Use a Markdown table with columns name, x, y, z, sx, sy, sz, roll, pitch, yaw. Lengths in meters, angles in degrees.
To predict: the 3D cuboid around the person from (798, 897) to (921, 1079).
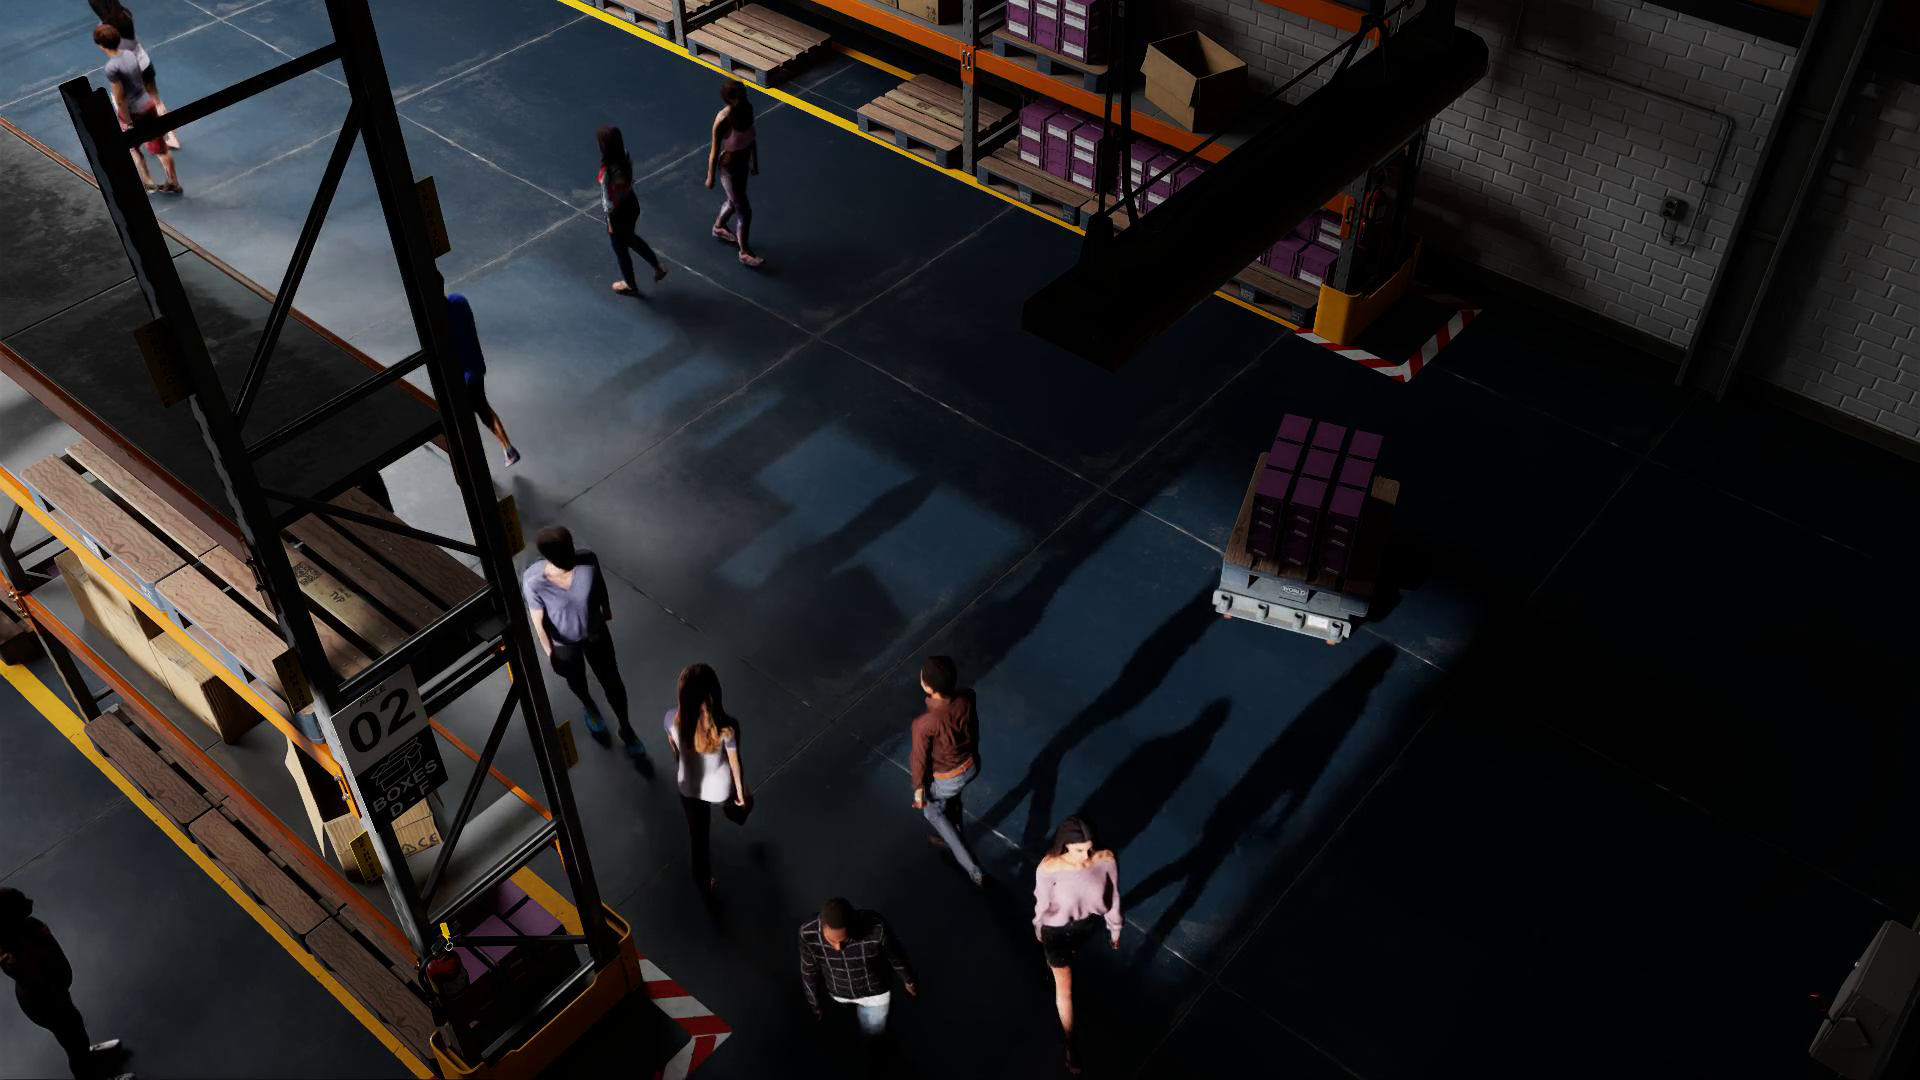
| name | x | y | z | sx | sy | sz | roll | pitch | yaw |
| --- | --- | --- | --- | --- | --- | --- | --- | --- | --- |
| person | -0.525 | 2.222 | 8.632 | 1.285 | 1.750 | 1.220 | 3 | 44 | 3 |

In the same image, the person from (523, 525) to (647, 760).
| name | x | y | z | sx | sy | sz | roll | pitch | yaw |
| --- | --- | --- | --- | --- | --- | --- | --- | --- | --- |
| person | -2.424 | 0.534 | 10.329 | 0.853 | 1.855 | 0.990 | -21 | 47 | -20 |

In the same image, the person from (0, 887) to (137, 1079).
| name | x | y | z | sx | sy | sz | roll | pitch | yaw |
| --- | --- | --- | --- | --- | --- | --- | --- | --- | --- |
| person | -4.698 | 2.335 | 8.552 | 0.711 | 1.698 | 0.553 | -28 | 50 | -26 |

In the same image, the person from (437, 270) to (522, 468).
| name | x | y | z | sx | sy | sz | roll | pitch | yaw |
| --- | --- | --- | --- | --- | --- | --- | --- | --- | --- |
| person | -3.578 | -1.171 | 12.117 | 0.863 | 1.857 | 0.668 | 26 | 49 | 24 |

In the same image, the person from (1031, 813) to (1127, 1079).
| name | x | y | z | sx | sy | sz | roll | pitch | yaw |
| --- | --- | --- | --- | --- | --- | --- | --- | --- | --- |
| person | 0.572 | 1.991 | 8.859 | 0.952 | 1.772 | 1.095 | -12 | 45 | -12 |

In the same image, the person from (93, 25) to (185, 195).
| name | x | y | z | sx | sy | sz | roll | pitch | yaw |
| --- | --- | --- | --- | --- | --- | --- | --- | --- | --- |
| person | -7.391 | -3.872 | 15.112 | 0.809 | 1.635 | 0.725 | 12 | 45 | 13 |

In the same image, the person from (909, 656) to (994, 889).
| name | x | y | z | sx | sy | sz | roll | pitch | yaw |
| --- | --- | --- | --- | --- | --- | --- | --- | --- | --- |
| person | 0.006 | 1.377 | 9.516 | 0.731 | 1.756 | 0.881 | -32 | 52 | -29 |

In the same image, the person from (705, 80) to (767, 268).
| name | x | y | z | sx | sy | sz | roll | pitch | yaw |
| --- | --- | --- | --- | --- | --- | --- | --- | --- | --- |
| person | -1.977 | -3.174 | 14.318 | 0.962 | 1.721 | 0.712 | 25 | 49 | 24 |

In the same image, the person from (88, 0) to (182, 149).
| name | x | y | z | sx | sy | sz | roll | pitch | yaw |
| --- | --- | --- | --- | --- | --- | --- | --- | --- | --- |
| person | -7.728 | -4.434 | 15.665 | 0.919 | 1.686 | 0.795 | 10 | 45 | 11 |

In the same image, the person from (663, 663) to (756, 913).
| name | x | y | z | sx | sy | sz | roll | pitch | yaw |
| --- | --- | --- | --- | --- | --- | --- | --- | --- | --- |
| person | -1.448 | 1.467 | 9.478 | 1.104 | 1.676 | 1.054 | 2 | 44 | 3 |

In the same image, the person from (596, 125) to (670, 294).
| name | x | y | z | sx | sy | sz | roll | pitch | yaw |
| --- | --- | --- | --- | --- | --- | --- | --- | --- | --- |
| person | -2.748 | -2.745 | 13.955 | 0.858 | 1.599 | 0.744 | 13 | 45 | 14 |
